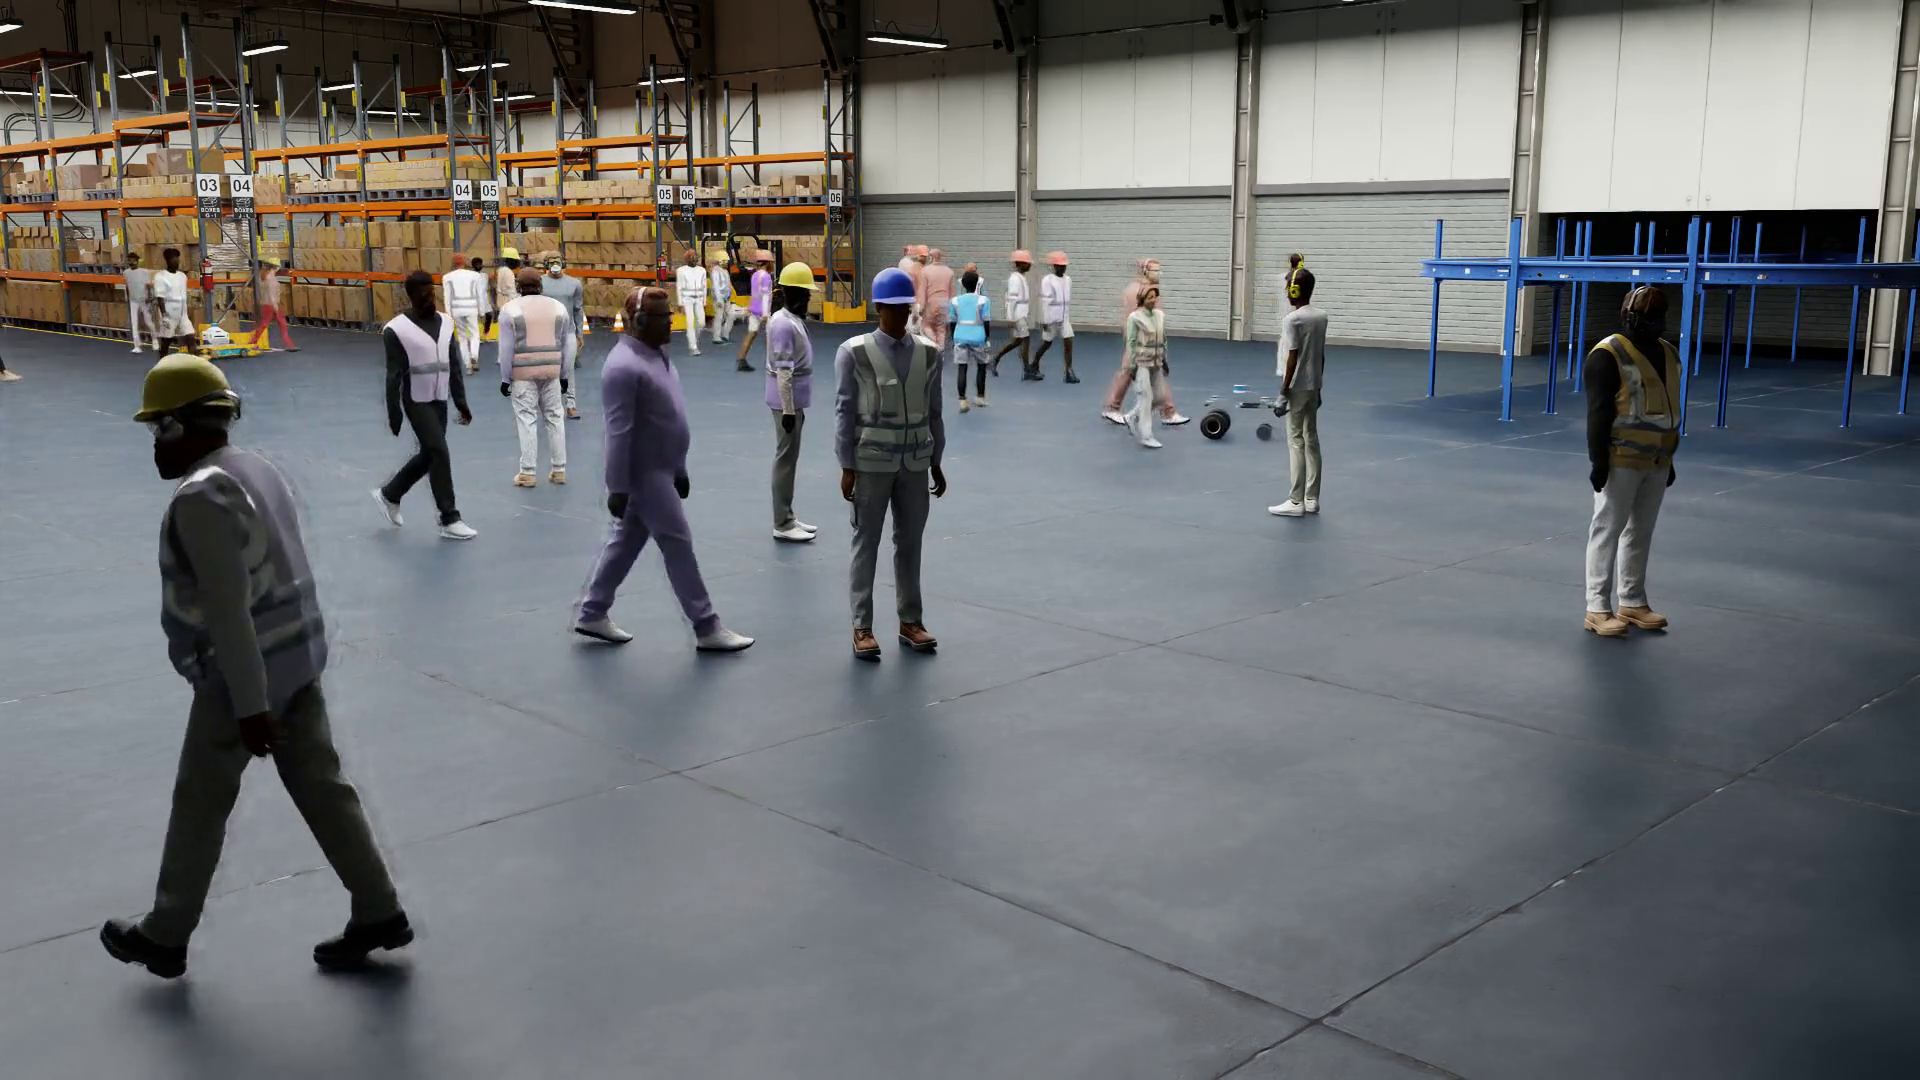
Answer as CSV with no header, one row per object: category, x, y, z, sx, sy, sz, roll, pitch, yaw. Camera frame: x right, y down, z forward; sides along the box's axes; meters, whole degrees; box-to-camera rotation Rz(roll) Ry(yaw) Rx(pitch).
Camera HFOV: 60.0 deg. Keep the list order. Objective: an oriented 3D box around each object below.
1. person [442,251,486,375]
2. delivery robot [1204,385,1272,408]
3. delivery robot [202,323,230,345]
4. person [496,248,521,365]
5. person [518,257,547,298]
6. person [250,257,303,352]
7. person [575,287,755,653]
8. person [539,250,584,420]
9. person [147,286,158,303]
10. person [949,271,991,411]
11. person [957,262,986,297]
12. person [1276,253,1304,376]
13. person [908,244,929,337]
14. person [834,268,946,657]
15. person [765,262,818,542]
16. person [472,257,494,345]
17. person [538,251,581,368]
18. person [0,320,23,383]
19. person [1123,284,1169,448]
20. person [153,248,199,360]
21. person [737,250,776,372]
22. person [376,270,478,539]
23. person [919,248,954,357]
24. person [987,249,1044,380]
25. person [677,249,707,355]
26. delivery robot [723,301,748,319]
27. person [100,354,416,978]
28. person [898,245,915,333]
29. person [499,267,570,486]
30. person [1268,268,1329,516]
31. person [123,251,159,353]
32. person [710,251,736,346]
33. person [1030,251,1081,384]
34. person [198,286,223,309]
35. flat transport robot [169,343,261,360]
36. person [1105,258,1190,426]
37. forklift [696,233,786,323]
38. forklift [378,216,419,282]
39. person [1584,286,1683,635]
person,-7.532,-3.440,25.276,0.612,1.865,0.545,-3,11,-14
delivery robot,2.936,-1.519,17.515,0.698,0.223,0.335,3,11,14
delivery robot,-13.314,-3.632,29.749,0.477,0.478,0.707,-7,12,-33
person,-7.307,-3.834,27.293,0.729,1.898,0.630,-5,11,-25
person,-5.557,-2.800,21.874,0.536,1.827,0.463,-6,12,-31
person,-12.539,-4.281,30.266,0.911,1.715,0.545,-1,10,-7
person,-1.577,-0.358,8.495,0.980,1.860,0.659,1,10,5
person,-4.657,-2.375,19.256,0.630,1.940,0.371,-5,11,-24
person,-19.091,-5.852,39.070,0.378,1.619,0.533,9,14,41
person,0.145,-2.423,20.227,0.551,1.666,0.720,3,11,16
person,0.198,-4.058,29.244,0.512,1.642,0.311,-1,10,-3
person,5.125,-3.422,25.277,0.907,1.834,0.515,-9,14,-41
person,-0.719,-4.129,28.776,0.953,1.965,0.608,7,12,32
person,-0.346,-0.394,8.428,0.602,1.948,0.387,-5,12,-27
person,-1.164,-0.967,11.620,0.383,1.923,0.590,0,10,0
person,-9.325,-4.636,32.298,0.508,1.681,0.540,9,14,41
person,-6.444,-3.613,26.264,1.026,1.878,0.545,5,11,24
person,-14.017,-3.083,23.894,0.874,1.649,0.531,-2,11,-10
person,1.851,-1.758,16.724,0.530,1.623,0.549,-9,14,-41
person,-11.407,-3.295,24.307,0.974,1.915,0.637,4,11,21
person,-3.060,-3.577,25.981,1.021,1.879,0.561,-7,13,-34
person,-3.837,-0.968,11.750,0.888,1.879,0.597,4,11,23
person,-0.415,-3.895,27.670,0.674,1.887,0.426,-6,12,-30
person,0.802,-3.325,24.533,0.838,1.913,0.550,2,11,12
person,-4.760,-4.228,29.558,0.580,1.866,0.476,-6,12,-30
delivery robot,-5.416,-5.442,39.618,0.707,0.478,0.477,0,10,1
person,-2.045,0.369,4.720,0.929,1.774,0.618,0,10,-1
person,-1.042,-5.120,34.311,0.407,1.910,0.638,-3,11,-18
person,-3.623,-1.389,14.151,0.630,1.840,0.429,-8,13,-37
person,2.577,-1.122,12.634,0.519,1.865,0.327,-10,15,-44
person,-14.916,-4.343,30.311,0.525,1.830,0.903,-1,10,-5
person,-4.519,-4.619,31.838,0.530,1.811,0.628,3,11,14
person,1.357,-3.248,24.159,0.542,1.900,0.961,-8,13,-36
person,-17.140,-5.722,38.115,0.736,1.716,0.503,10,14,42
flat transport robot,-12.905,-3.274,28.826,0.652,0.197,1.431,4,11,20
person,2.064,-2.203,18.574,1.015,1.862,0.639,8,13,37
forklift,-5.496,-6.489,41.108,2.313,2.155,1.214,-10,14,-44
forklift,-17.868,-9.201,54.028,1.873,2.768,1.129,-10,14,-44
person,3.603,-0.424,8.881,0.633,1.843,0.429,-6,12,-29
